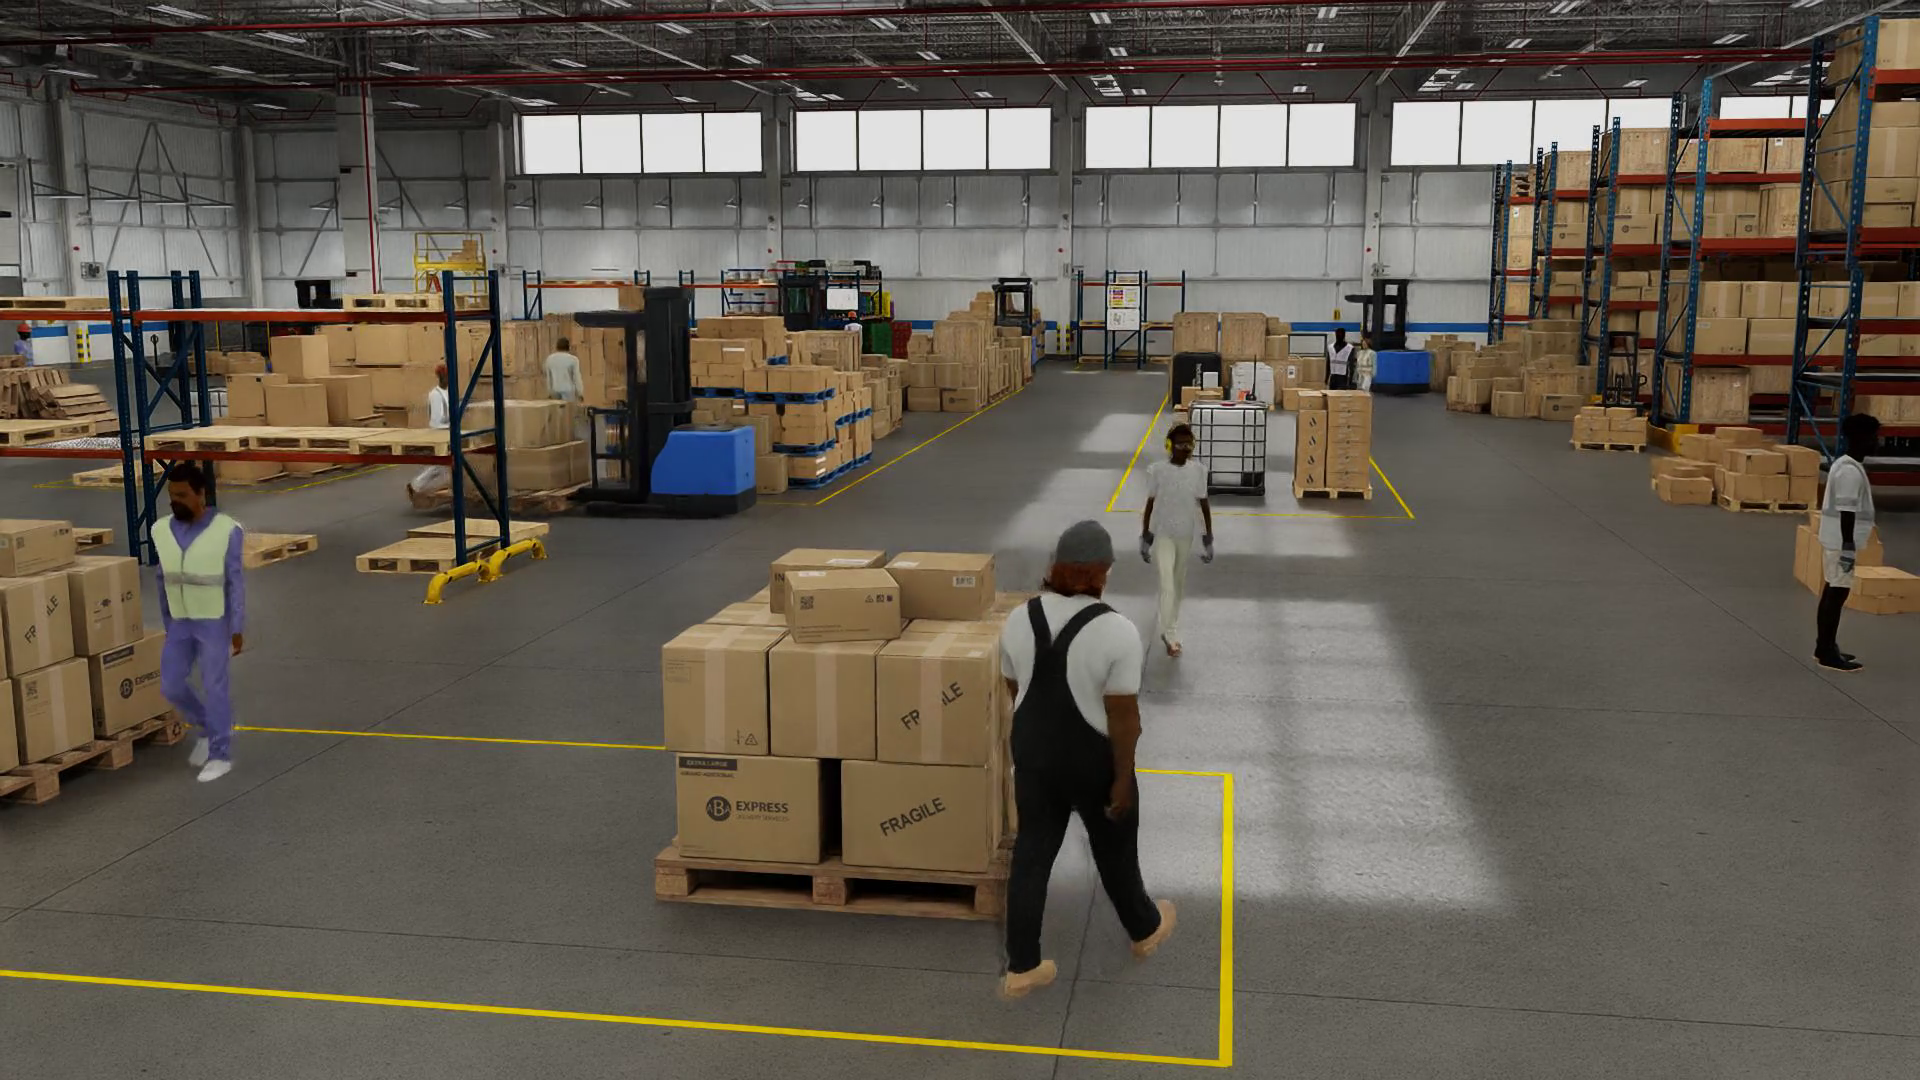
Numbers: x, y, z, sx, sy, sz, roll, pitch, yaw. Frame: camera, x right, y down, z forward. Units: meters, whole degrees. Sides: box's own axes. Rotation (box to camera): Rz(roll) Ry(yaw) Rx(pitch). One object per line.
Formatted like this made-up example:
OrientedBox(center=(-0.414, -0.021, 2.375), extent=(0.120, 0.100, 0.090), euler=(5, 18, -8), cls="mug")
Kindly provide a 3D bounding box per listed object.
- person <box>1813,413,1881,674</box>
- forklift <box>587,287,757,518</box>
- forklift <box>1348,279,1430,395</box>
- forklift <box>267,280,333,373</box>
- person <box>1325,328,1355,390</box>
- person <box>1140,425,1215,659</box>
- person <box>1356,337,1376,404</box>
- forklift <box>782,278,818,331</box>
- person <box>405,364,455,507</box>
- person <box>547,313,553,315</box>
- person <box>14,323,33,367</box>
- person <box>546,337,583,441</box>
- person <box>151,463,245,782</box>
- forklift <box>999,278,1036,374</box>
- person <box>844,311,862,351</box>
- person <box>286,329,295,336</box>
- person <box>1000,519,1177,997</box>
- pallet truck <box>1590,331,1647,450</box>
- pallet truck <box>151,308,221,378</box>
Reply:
OrientedBox(center=(6.735, 0.012, 12.651), extent=(0.371, 1.966, 0.608), euler=(4, 10, 23), cls="person")
OrientedBox(center=(-3.570, -1.734, 20.610), extent=(1.873, 2.768, 1.129), euler=(1, 9, 9), cls="forklift")
OrientedBox(center=(10.497, -4.988, 40.680), extent=(1.129, 2.768, 1.873), euler=(-6, 11, -31), cls="forklift")
OrientedBox(center=(-13.914, -4.220, 35.940), extent=(1.873, 2.768, 1.129), euler=(1, 9, 9), cls="forklift")
OrientedBox(center=(7.527, -3.244, 32.921), extent=(0.596, 1.910, 0.384), euler=(9, 13, 43), cls="person")
OrientedBox(center=(1.730, 0.014, 13.067), extent=(0.542, 1.825, 0.918), euler=(-2, 9, -10), cls="person")
OrientedBox(center=(8.657, -3.497, 35.371), extent=(0.477, 1.621, 0.522), euler=(-6, 11, -33), cls="person")
OrientedBox(center=(-4.141, -5.400, 43.219), extent=(1.129, 2.768, 1.873), euler=(-1, 9, -9), cls="forklift")
OrientedBox(center=(-6.663, -1.313, 21.167), extent=(0.743, 1.865, 0.587), euler=(1, 9, 3), cls="person")
OrientedBox(center=(-10.575, -4.941, 43.285), extent=(0.354, 1.936, 0.635), euler=(-2, 9, -12), cls="person")
OrientedBox(center=(-19.505, -3.557, 34.747), extent=(0.376, 1.939, 0.547), euler=(-2, 9, -11), cls="person")
OrientedBox(center=(-6.859, -2.561, 28.735), extent=(0.643, 1.905, 0.968), euler=(3, 10, 20), cls="person")
OrientedBox(center=(-4.524, 0.489, 9.912), extent=(0.593, 1.907, 0.442), euler=(1, 9, 8), cls="person")
OrientedBox(center=(1.597, -6.199, 48.145), extent=(1.129, 2.768, 1.873), euler=(1, 9, 9), cls="forklift")
OrientedBox(center=(-2.915, -5.248, 45.181), extent=(0.545, 1.938, 0.362), euler=(-6, 11, -33), cls="person")
OrientedBox(center=(-16.623, -4.463, 41.393), extent=(0.542, 1.585, 0.873), euler=(-2, 9, -14), cls="person")
OrientedBox(center=(0.542, 0.871, 7.127), extent=(0.697, 2.000, 1.002), euler=(7, 11, 35), cls="person")
OrientedBox(center=(11.253, -2.573, 28.499), extent=(0.823, 1.965, 1.885), euler=(5, 10, 27), cls="pallet truck")
OrientedBox(center=(-21.869, -5.598, 47.154), extent=(0.823, 1.965, 1.885), euler=(4, 10, 26), cls="pallet truck")
